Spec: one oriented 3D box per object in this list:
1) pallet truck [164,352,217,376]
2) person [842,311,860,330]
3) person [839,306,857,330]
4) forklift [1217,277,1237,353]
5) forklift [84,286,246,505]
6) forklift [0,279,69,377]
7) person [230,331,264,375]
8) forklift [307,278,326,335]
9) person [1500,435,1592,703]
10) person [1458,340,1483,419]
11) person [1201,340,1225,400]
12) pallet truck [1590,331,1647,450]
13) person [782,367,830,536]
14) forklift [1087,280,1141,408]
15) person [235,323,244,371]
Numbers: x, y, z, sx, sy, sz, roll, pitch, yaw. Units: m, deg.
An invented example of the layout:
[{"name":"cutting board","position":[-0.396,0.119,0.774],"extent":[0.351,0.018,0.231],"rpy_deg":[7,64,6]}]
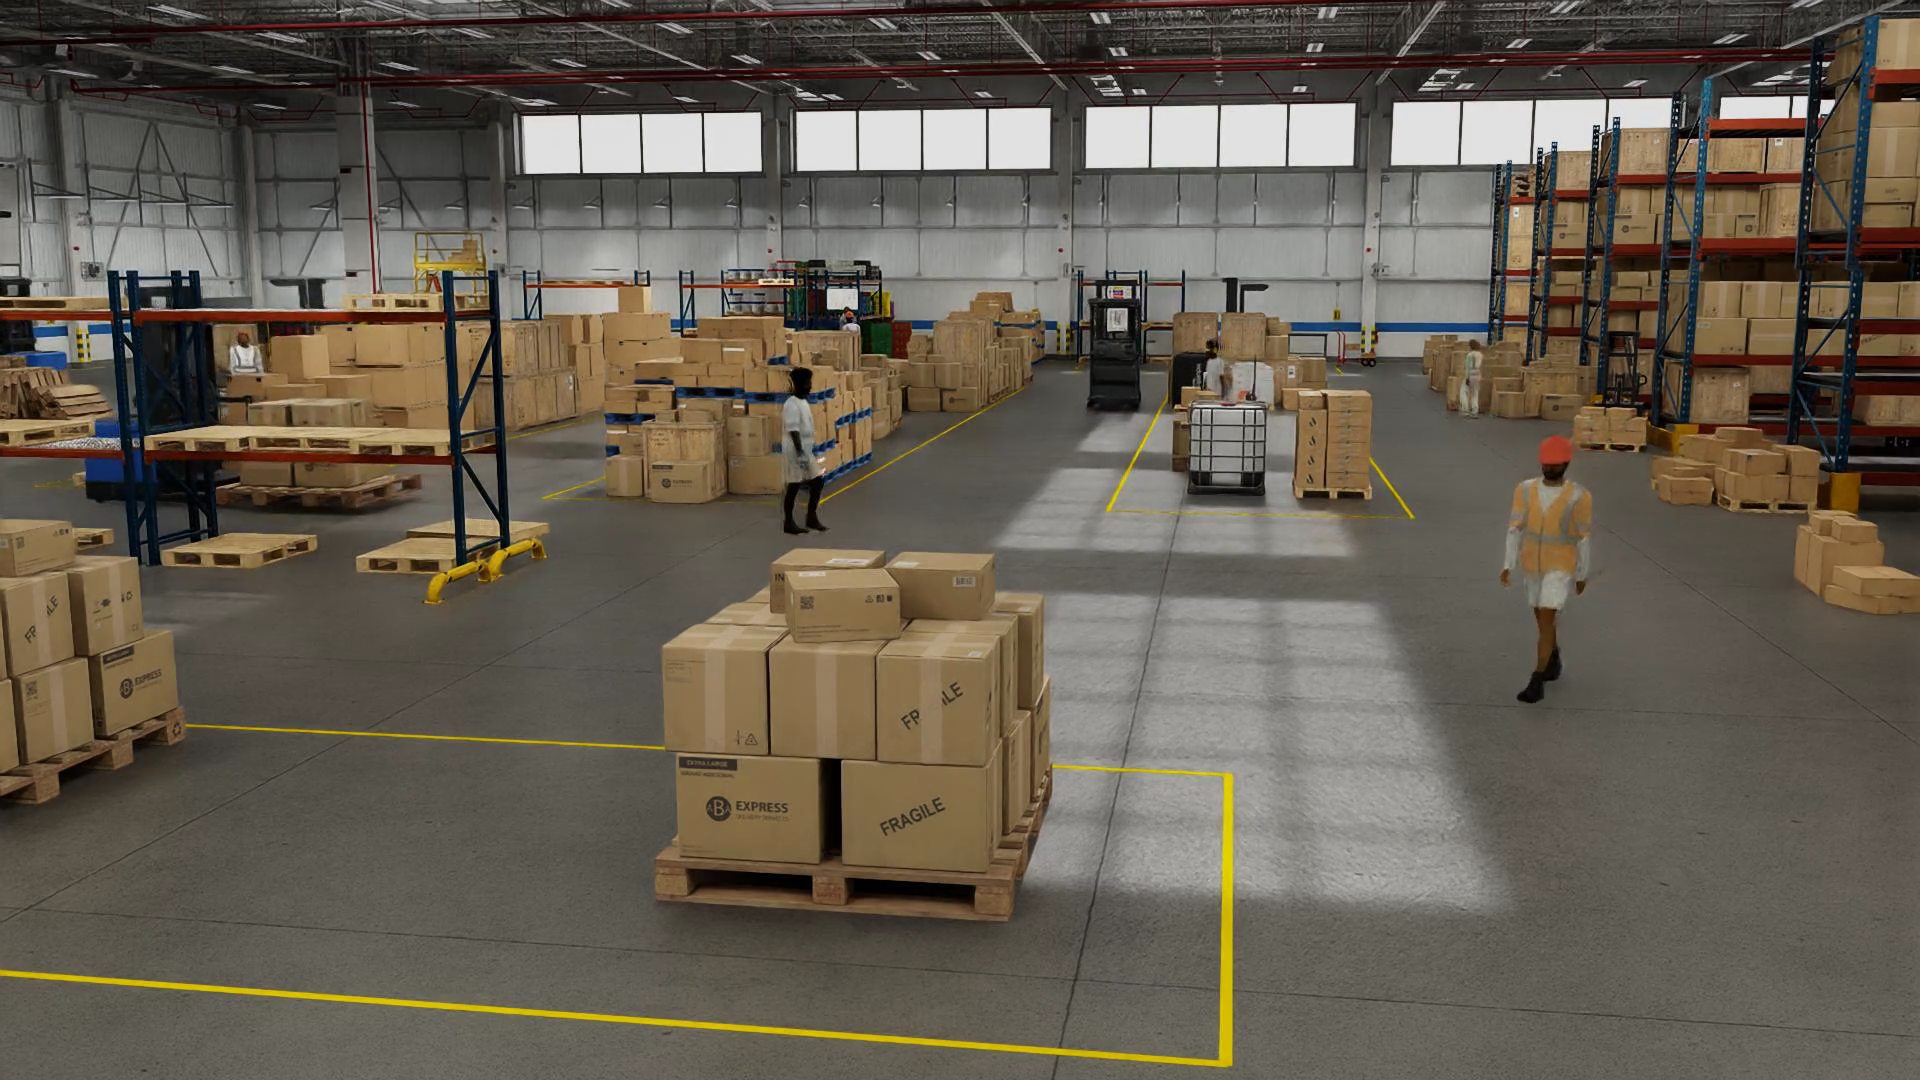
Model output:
[{"name":"pallet truck","position":[-21.869,-5.598,47.154],"extent":[0.823,1.965,1.885],"rpy_deg":[4,10,26]},{"name":"person","position":[-2.971,-5.227,45.102],"extent":[0.542,1.928,0.399],"rpy_deg":[-6,11,-35]},{"name":"person","position":[-3.467,-6.247,51.377],"extent":[0.629,1.932,0.370],"rpy_deg":[-8,12,-41]},{"name":"forklift","position":[7.855,-6.233,48.358],"extent":[1.873,2.768,1.129],"rpy_deg":[1,9,9]},{"name":"forklift","position":[-10.367,-1.911,21.700],"extent":[1.873,2.768,1.129],"rpy_deg":[1,9,9]},{"name":"forklift","position":[-22.375,-4.792,39.470],"extent":[1.873,2.768,1.129],"rpy_deg":[1,9,9]},{"name":"person","position":[-14.131,-3.213,32.926],"extent":[0.618,1.856,0.638],"rpy_deg":[-7,12,-38]},{"name":"forklift","position":[-16.718,-5.419,43.336],"extent":[1.873,2.768,1.129],"rpy_deg":[-3,10,-17]},{"name":"person","position":[4.247,0.169,11.970],"extent":[0.540,1.890,1.030],"rpy_deg":[8,12,41]},{"name":"person","position":[10.429,-3.284,34.025],"extent":[0.527,1.617,0.511],"rpy_deg":[-8,12,-40]},{"name":"person","position":[4.242,-2.493,28.470],"extent":[0.719,1.844,0.548],"rpy_deg":[-3,10,-17]},{"name":"pallet truck","position":[11.253,-2.573,28.499],"extent":[0.823,1.965,1.885],"rpy_deg":[5,10,27]},{"name":"person","position":[-1.747,-0.994,18.923],"extent":[0.672,1.943,0.613],"rpy_deg":[3,10,17]},{"name":"forklift","position":[3.473,-4.398,37.039],"extent":[1.129,2.768,1.873],"rpy_deg":[1,9,8]},{"name":"person","position":[-19.984,-5.261,46.207],"extent":[0.517,1.635,0.312],"rpy_deg":[5,10,26]}]
